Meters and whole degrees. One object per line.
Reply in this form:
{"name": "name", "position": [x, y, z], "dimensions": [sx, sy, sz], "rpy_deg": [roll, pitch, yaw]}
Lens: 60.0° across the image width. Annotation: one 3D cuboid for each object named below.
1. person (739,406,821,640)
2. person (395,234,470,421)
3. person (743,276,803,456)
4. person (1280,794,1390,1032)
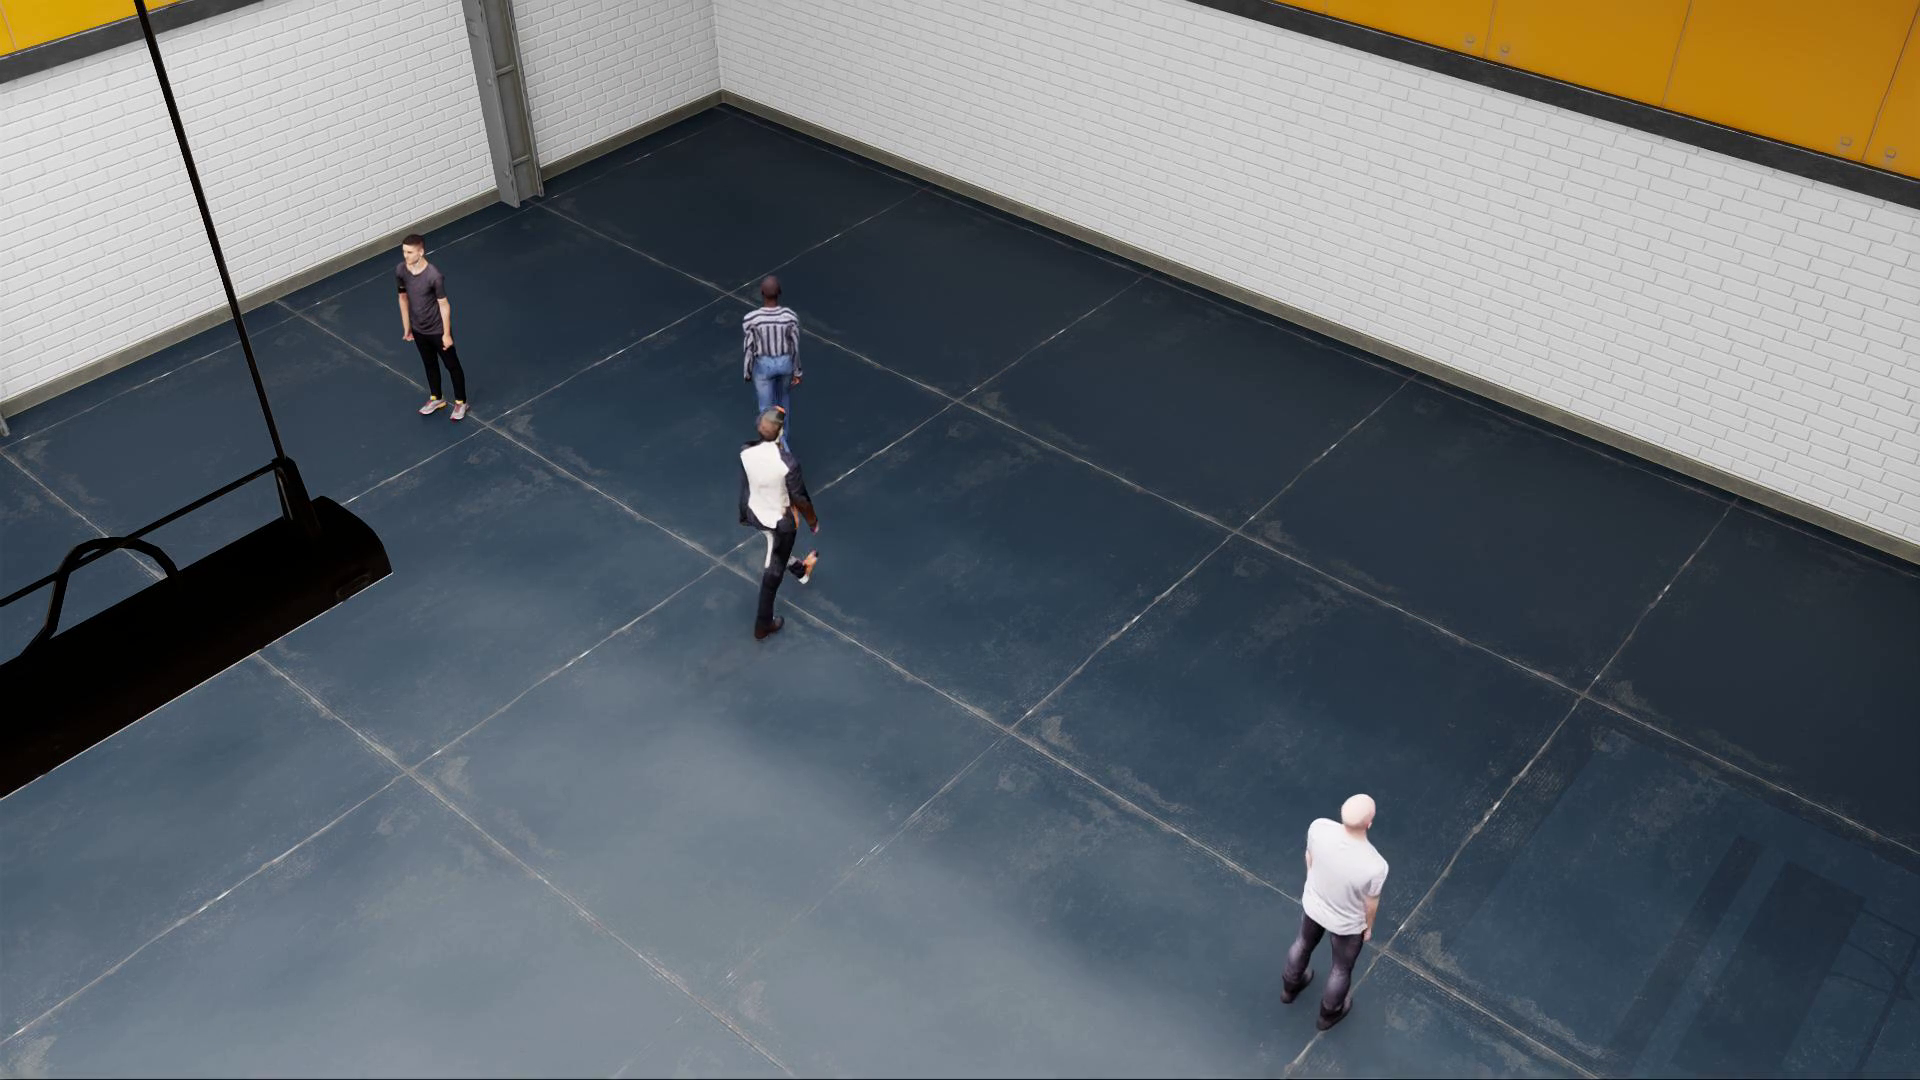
{"name": "person", "position": [-1.414, -0.089, 12.240], "dimensions": [0.821, 1.839, 1.228], "rpy_deg": [22, 44, 25]}
{"name": "person", "position": [-4.620, -1.869, 14.527], "dimensions": [0.706, 1.765, 0.682], "rpy_deg": [11, 40, 14]}
{"name": "person", "position": [-1.538, -1.349, 13.872], "dimensions": [1.065, 1.770, 1.007], "rpy_deg": [-12, 40, -15]}
{"name": "person", "position": [2.135, 2.114, 9.485], "dimensions": [0.667, 1.833, 0.614], "rpy_deg": [32, 48, 34]}
